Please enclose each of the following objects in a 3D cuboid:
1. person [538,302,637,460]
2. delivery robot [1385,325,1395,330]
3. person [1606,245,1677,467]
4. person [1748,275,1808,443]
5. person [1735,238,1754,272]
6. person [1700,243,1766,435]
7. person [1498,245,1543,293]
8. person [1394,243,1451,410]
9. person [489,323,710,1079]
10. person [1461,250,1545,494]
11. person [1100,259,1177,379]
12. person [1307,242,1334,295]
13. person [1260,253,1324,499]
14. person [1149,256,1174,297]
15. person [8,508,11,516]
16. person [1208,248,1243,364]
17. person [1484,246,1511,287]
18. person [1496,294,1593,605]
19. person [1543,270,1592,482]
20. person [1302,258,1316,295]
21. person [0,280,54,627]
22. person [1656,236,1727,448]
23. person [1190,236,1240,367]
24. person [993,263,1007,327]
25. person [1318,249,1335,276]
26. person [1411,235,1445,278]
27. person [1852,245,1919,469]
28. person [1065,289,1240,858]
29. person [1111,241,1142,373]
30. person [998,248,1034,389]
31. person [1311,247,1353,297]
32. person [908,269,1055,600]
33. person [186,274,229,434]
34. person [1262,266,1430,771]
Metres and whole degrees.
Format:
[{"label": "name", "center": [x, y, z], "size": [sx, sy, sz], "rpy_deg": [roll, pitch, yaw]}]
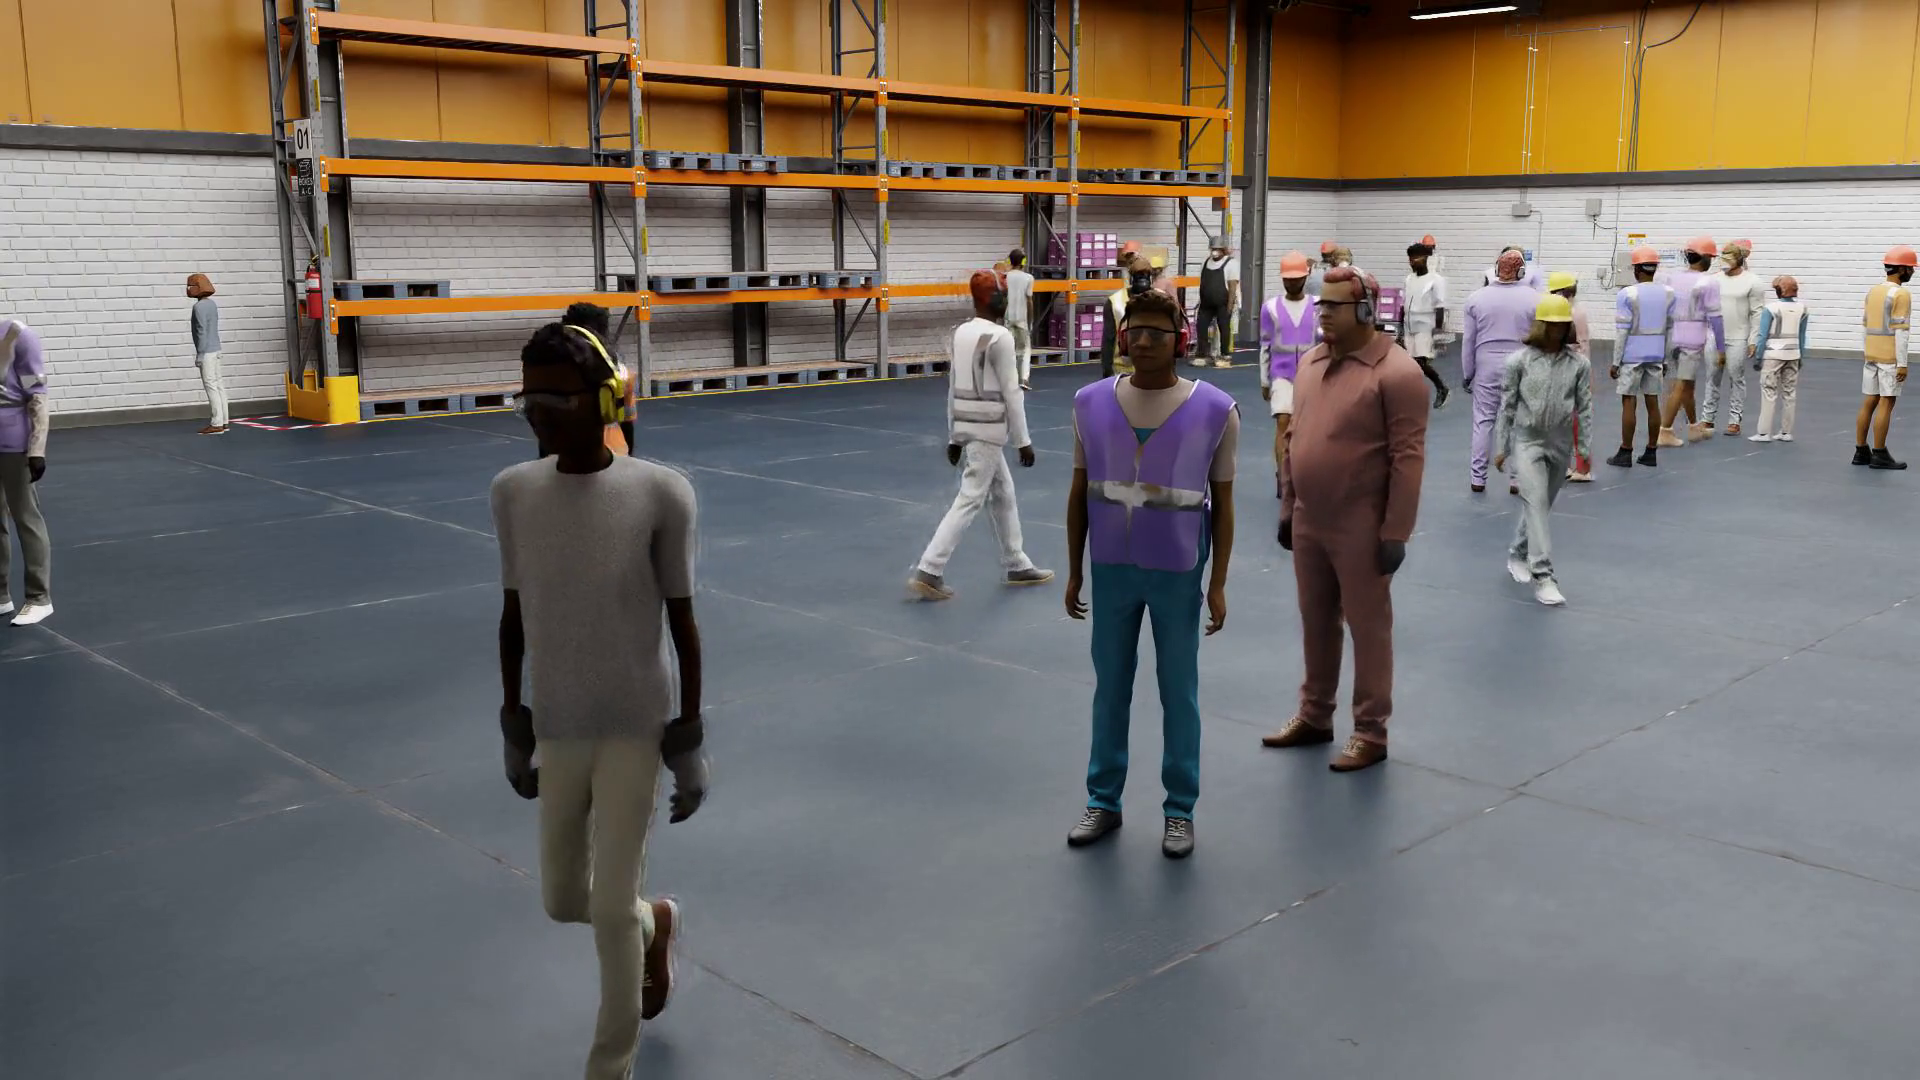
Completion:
[{"label": "person", "center": [-1.960, -0.394, 8.665], "size": [0.562, 1.672, 0.599], "rpy_deg": [-6, 12, -29]}, {"label": "delivery robot", "center": [7.434, -3.681, 29.414], "size": [0.707, 0.478, 0.477], "rpy_deg": [4, 11, 21]}, {"label": "person", "center": [5.949, -1.600, 14.552], "size": [0.543, 1.938, 0.356], "rpy_deg": [-2, 11, -9]}, {"label": "person", "center": [8.017, -1.764, 16.279], "size": [0.515, 1.631, 0.324], "rpy_deg": [-2, 11, -13]}, {"label": "person", "center": [12.837, -3.999, 27.533], "size": [0.482, 1.979, 0.616], "rpy_deg": [9, 14, 41]}, {"label": "person", "center": [7.810, -2.031, 16.905], "size": [0.362, 1.936, 0.631], "rpy_deg": [-9, 14, -40]}, {"label": "person", "center": [7.788, -3.144, 23.093], "size": [0.673, 1.899, 0.792], "rpy_deg": [9, 14, 40]}, {"label": "person", "center": [5.233, -2.379, 18.801], "size": [0.486, 1.936, 0.609], "rpy_deg": [-6, 12, -28]}, {"label": "person", "center": [-0.802, 0.419, 3.815], "size": [0.508, 1.848, 0.718], "rpy_deg": [2, 11, 13]}, {"label": "person", "center": [4.283, -1.315, 13.083], "size": [0.651, 1.906, 0.403], "rpy_deg": [5, 12, 26]}, {"label": "person", "center": [1.505, -1.432, 13.966], "size": [0.655, 1.808, 0.884], "rpy_deg": [1, 10, 5]}, {"label": "person", "center": [6.299, -4.207, 28.884], "size": [0.573, 1.887, 0.941], "rpy_deg": [8, 13, 36]}, {"label": "person", "center": [2.627, -1.303, 13.089], "size": [0.546, 1.892, 0.977], "rpy_deg": [1, 10, 6]}, {"label": "person", "center": [2.777, -3.185, 23.787], "size": [0.549, 1.711, 0.922], "rpy_deg": [8, 13, 36]}, {"label": "person", "center": [-7.009, -1.107, 12.046], "size": [0.324, 1.871, 0.526], "rpy_deg": [-3, 11, -16]}, {"label": "person", "center": [4.105, -3.654, 26.020], "size": [0.592, 1.831, 0.978], "rpy_deg": [-3, 11, -17]}, {"label": "person", "center": [7.987, -3.372, 24.401], "size": [0.657, 1.871, 0.800], "rpy_deg": [4, 11, 20]}, {"label": "person", "center": [3.295, -0.533, 9.387], "size": [0.497, 1.699, 0.918], "rpy_deg": [-1, 10, -3]}, {"label": "person", "center": [4.936, -1.327, 13.592], "size": [0.569, 1.736, 0.542], "rpy_deg": [1, 10, 7]}, {"label": "person", "center": [6.268, -4.228, 29.754], "size": [0.551, 1.615, 0.512], "rpy_deg": [-4, 11, -21]}, {"label": "person", "center": [-5.004, -0.505, 8.626], "size": [0.585, 1.921, 0.383], "rpy_deg": [3, 11, 15]}, {"label": "person", "center": [7.064, -1.880, 15.873], "size": [0.950, 2.002, 0.647], "rpy_deg": [-4, 11, -20]}, {"label": "person", "center": [3.893, -3.667, 25.539], "size": [0.706, 2.000, 0.811], "rpy_deg": [9, 14, 40]}, {"label": "person", "center": [0.564, -3.143, 23.793], "size": [0.500, 1.633, 0.281], "rpy_deg": [-1, 10, -8]}, {"label": "person", "center": [6.062, -3.849, 27.208], "size": [0.526, 1.809, 0.965], "rpy_deg": [0, 10, -3]}, {"label": "person", "center": [8.786, -4.705, 31.249], "size": [0.620, 2.028, 0.408], "rpy_deg": [1, 10, 5]}, {"label": "person", "center": [8.087, -1.586, 14.473], "size": [0.369, 1.935, 0.552], "rpy_deg": [0, 10, -2]}, {"label": "person", "center": [0.624, 0.107, 5.480], "size": [0.565, 1.850, 0.390], "rpy_deg": [4, 11, 20]}, {"label": "person", "center": [2.643, -3.449, 24.647], "size": [1.039, 1.951, 0.604], "rpy_deg": [-8, 13, -36]}, {"label": "person", "center": [0.730, -2.854, 21.649], "size": [0.512, 1.852, 0.571], "rpy_deg": [3, 11, 14]}, {"label": "person", "center": [4.228, -2.324, 18.625], "size": [0.640, 1.887, 0.993], "rpy_deg": [-1, 10, -3]}, {"label": "person", "center": [0.100, -0.594, 9.338], "size": [0.967, 1.846, 0.585], "rpy_deg": [-5, 11, -24]}, {"label": "person", "center": [-7.703, -1.899, 17.008], "size": [0.268, 1.632, 0.507], "rpy_deg": [-1, 10, -7]}, {"label": "person", "center": [1.450, -0.082, 6.360], "size": [0.402, 1.906, 0.650], "rpy_deg": [-6, 12, -30]}]
